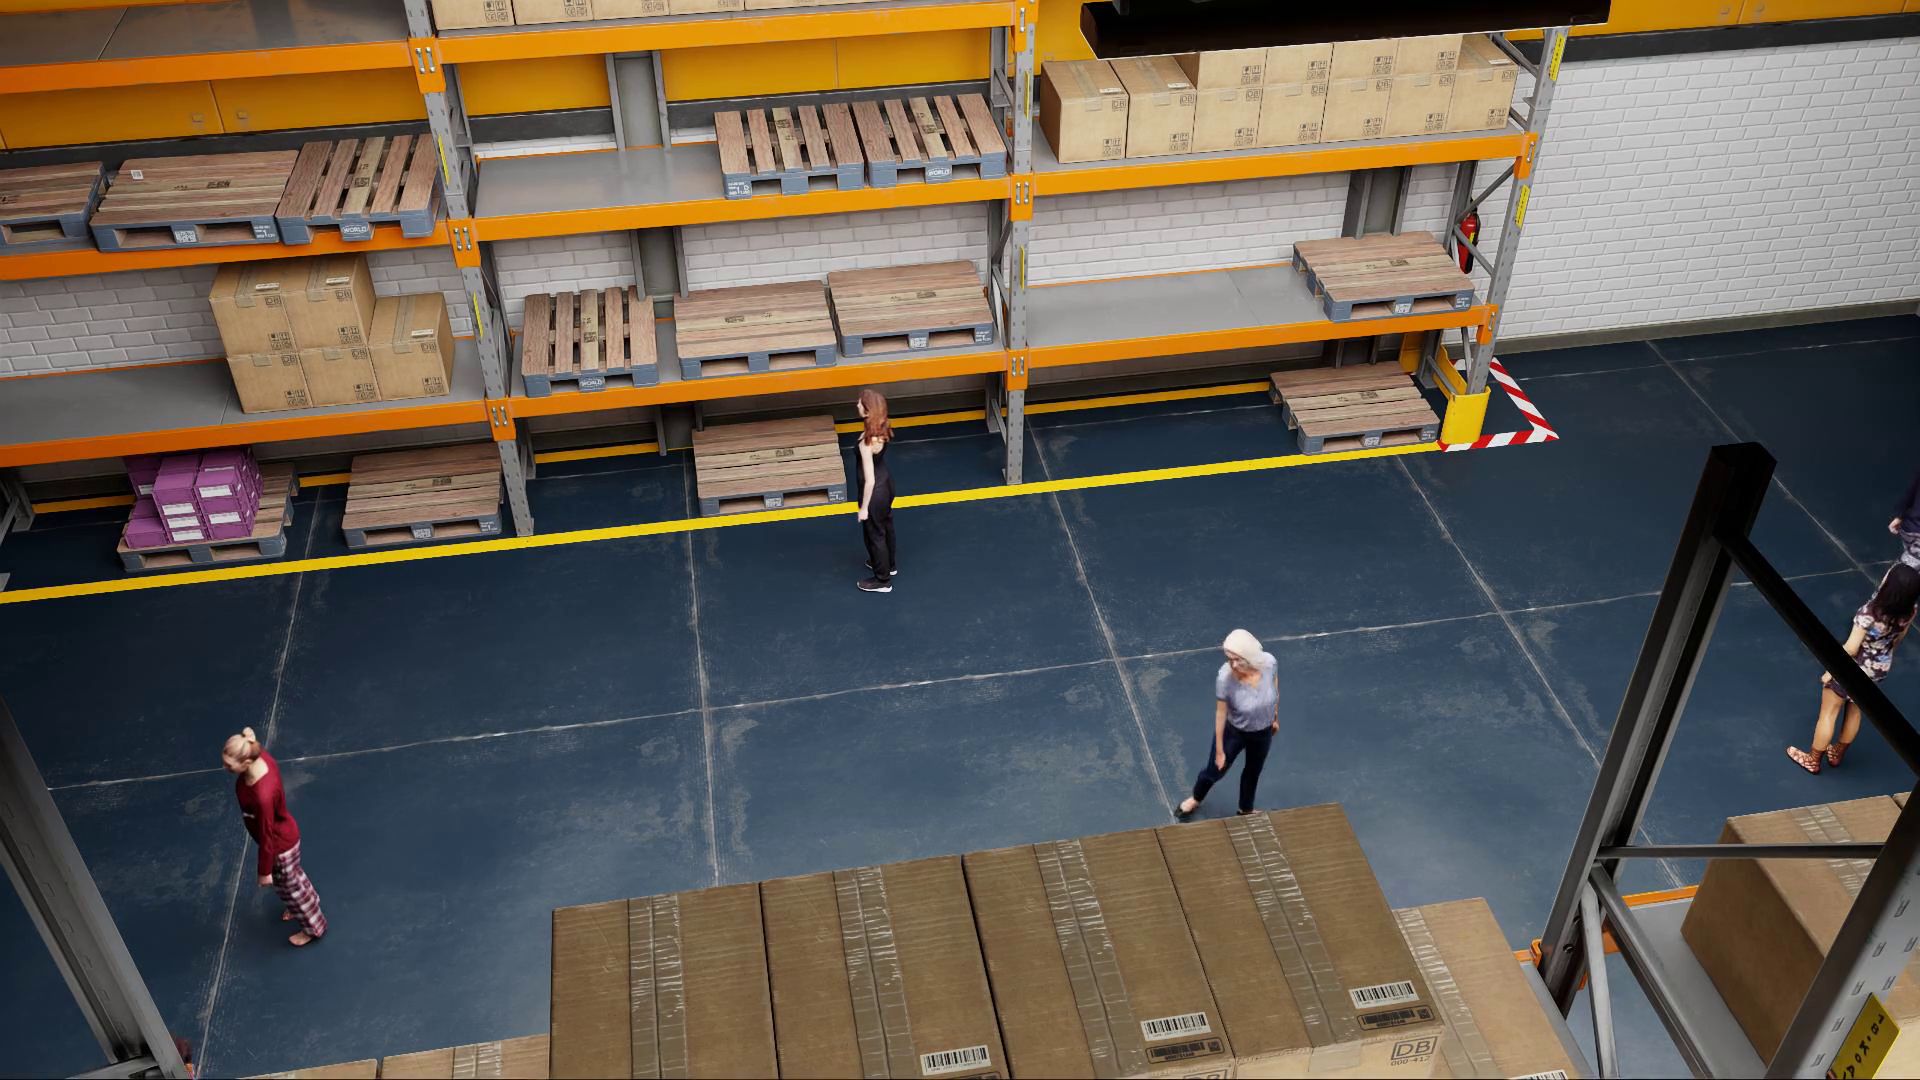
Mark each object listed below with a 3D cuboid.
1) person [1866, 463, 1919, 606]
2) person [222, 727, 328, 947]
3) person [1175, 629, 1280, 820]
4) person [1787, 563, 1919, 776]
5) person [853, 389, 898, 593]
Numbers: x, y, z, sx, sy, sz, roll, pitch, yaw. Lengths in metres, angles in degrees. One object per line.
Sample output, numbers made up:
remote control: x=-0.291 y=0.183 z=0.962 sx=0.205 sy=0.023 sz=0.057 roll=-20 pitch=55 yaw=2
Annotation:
person: x=6.897 y=-0.039 z=11.980 sx=1.135 sy=1.685 sz=0.851 roll=-20 pitch=43 yaw=-23
person: x=-3.987 y=1.727 z=9.758 sx=0.622 sy=1.700 sz=0.703 roll=-17 pitch=42 yaw=-20
person: x=1.822 y=1.175 z=10.453 sx=0.677 sy=1.695 sz=0.896 roll=-26 pitch=45 yaw=-29
person: x=5.862 y=0.843 z=10.837 sx=0.491 sy=1.734 sz=0.668 roll=-10 pitch=40 yaw=-12
person: x=-0.620 y=-0.370 z=12.346 sx=0.641 sy=1.747 sz=0.661 roll=8 pitch=39 yaw=10
